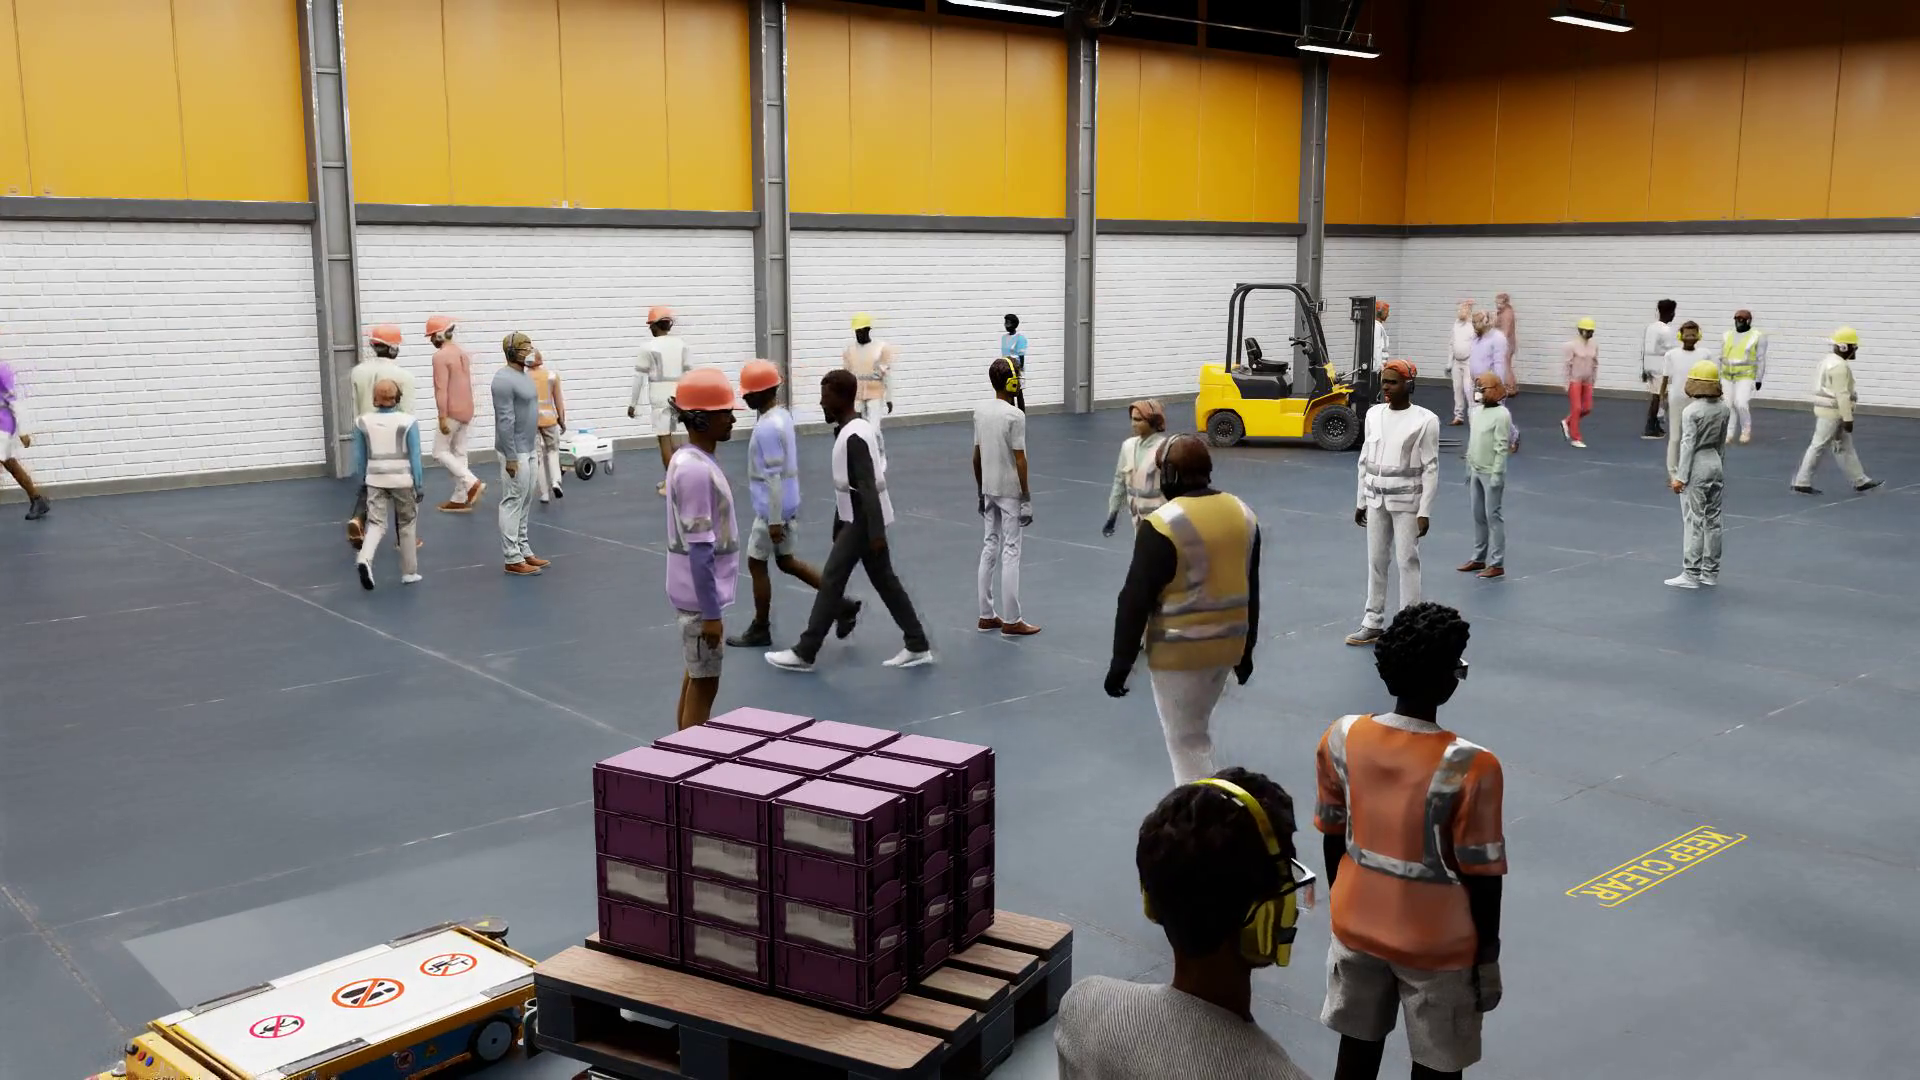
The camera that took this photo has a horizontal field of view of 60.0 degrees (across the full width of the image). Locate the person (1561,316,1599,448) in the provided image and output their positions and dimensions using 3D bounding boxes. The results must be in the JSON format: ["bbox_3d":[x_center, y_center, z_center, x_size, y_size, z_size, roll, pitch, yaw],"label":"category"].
[{"bbox_3d":[8.238,-2.116,22.201,0.523,1.743,0.592,-3,10,-18],"label":"person"}]

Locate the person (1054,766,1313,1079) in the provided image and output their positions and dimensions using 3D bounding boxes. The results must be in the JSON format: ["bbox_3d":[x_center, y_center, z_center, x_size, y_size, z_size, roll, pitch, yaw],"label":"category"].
[{"bbox_3d":[0.345,1.223,2.283,0.329,1.872,0.509,-8,13,-40],"label":"person"}]

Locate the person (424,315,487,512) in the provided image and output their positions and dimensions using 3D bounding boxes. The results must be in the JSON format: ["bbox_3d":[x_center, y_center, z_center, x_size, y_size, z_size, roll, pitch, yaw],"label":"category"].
[{"bbox_3d":[-4.984,-1.233,16.404,0.600,1.955,0.645,2,10,13],"label":"person"}]

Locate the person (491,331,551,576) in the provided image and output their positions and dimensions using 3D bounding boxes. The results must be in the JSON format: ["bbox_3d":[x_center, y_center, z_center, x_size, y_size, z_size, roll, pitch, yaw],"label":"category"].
[{"bbox_3d":[-3.516,-0.692,13.292,0.372,1.940,0.627,0,10,2],"label":"person"}]

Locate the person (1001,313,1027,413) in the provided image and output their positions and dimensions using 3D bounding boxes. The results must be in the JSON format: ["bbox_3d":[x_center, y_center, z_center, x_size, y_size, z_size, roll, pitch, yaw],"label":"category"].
[{"bbox_3d":[0.782,-2.500,24.597,0.318,1.692,0.532,-7,12,-36],"label":"person"}]

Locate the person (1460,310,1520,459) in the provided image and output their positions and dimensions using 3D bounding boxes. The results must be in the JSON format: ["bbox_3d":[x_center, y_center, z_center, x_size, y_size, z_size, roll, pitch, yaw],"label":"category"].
[{"bbox_3d":[6.660,-1.954,20.880,0.792,1.872,0.661,-5,11,-27],"label":"person"}]

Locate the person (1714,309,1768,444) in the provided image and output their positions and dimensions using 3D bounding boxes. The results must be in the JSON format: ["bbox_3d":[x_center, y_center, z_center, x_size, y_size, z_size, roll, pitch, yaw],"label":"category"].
[{"bbox_3d":[10.457,-2.182,22.359,0.447,1.829,0.633,-7,12,-35],"label":"person"}]

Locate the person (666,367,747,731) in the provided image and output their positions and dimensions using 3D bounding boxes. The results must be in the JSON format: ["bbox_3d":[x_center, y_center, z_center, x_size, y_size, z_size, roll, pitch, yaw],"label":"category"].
[{"bbox_3d":[-1.130,0.246,7.488,0.378,2.045,0.605,-2,10,-12],"label":"person"}]

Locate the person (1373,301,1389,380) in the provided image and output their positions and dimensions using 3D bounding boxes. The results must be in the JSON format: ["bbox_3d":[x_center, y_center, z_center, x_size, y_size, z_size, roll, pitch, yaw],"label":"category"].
[{"bbox_3d":[6.055,-2.525,24.175,0.355,1.887,0.573,1,10,6],"label":"person"}]

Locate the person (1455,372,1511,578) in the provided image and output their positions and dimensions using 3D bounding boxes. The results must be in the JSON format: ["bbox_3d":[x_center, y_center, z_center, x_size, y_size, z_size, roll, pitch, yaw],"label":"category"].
[{"bbox_3d":[4.168,-0.519,13.186,0.277,1.629,0.514,-2,10,-13],"label":"person"}]

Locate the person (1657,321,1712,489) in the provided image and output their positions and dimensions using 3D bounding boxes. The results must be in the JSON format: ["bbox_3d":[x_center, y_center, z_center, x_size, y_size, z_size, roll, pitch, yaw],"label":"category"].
[{"bbox_3d":[7.822,-1.428,17.900,0.573,1.833,0.868,2,10,12],"label":"person"}]

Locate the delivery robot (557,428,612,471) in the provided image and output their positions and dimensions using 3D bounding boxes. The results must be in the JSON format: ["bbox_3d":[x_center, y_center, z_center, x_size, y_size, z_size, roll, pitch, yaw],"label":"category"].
[{"bbox_3d":[-4.319,-1.039,19.090,0.477,0.478,0.707,5,11,27],"label":"delivery robot"}]

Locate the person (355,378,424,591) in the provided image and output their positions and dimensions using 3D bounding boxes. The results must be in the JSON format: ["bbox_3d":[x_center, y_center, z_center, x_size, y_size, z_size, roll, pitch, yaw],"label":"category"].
[{"bbox_3d":[-4.355,-0.416,12.631,0.525,1.616,0.709,0,10,3],"label":"person"}]

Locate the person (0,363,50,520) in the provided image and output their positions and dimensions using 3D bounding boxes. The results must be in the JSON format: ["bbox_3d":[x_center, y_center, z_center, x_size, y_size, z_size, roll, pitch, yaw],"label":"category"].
[{"bbox_3d":[-9.054,-1.065,15.672,0.590,1.877,1.020,5,11,27],"label":"person"}]

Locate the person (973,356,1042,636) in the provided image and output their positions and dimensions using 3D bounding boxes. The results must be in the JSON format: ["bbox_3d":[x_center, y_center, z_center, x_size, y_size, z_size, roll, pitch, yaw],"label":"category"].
[{"bbox_3d":[0.304,-0.285,11.143,0.329,1.861,0.509,-8,13,-40],"label":"person"}]

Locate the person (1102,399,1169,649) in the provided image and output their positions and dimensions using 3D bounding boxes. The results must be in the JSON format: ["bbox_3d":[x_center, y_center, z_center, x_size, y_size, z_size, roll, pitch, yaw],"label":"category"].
[{"bbox_3d":[1.177,-0.099,10.773,0.683,1.614,0.529,-6,11,-31],"label":"person"}]

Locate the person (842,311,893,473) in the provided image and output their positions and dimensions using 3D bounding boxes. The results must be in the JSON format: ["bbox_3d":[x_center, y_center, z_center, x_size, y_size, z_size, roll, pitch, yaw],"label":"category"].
[{"bbox_3d":[-1.055,-1.641,18.920,0.623,1.909,0.470,3,10,18],"label":"person"}]

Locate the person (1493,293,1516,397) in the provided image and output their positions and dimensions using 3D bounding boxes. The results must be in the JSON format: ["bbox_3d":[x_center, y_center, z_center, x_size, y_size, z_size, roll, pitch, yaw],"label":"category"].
[{"bbox_3d":[9.811,-3.500,29.927,0.502,1.870,0.668,2,10,12],"label":"person"}]

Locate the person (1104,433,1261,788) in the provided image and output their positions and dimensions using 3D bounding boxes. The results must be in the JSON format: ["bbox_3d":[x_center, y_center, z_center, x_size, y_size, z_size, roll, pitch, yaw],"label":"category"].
[{"bbox_3d":[0.913,0.477,6.797,0.665,1.815,0.564,-9,13,-42],"label":"person"}]

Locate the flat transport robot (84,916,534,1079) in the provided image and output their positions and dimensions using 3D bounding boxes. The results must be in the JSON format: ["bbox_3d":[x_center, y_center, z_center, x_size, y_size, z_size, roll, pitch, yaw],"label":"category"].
[{"bbox_3d":[-1.907,1.527,5.172,0.652,0.197,1.431,8,13,41],"label":"flat transport robot"}]

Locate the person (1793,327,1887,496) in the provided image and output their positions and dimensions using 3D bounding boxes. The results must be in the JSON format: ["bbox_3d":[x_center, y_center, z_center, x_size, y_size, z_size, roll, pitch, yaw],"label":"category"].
[{"bbox_3d":[9.294,-1.332,17.482,0.924,1.782,0.621,4,11,23],"label":"person"}]

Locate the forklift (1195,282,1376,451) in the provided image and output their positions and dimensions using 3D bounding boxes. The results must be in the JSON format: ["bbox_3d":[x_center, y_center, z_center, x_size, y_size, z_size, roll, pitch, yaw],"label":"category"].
[{"bbox_3d":[4.328,-2.346,22.227,2.313,2.155,1.214,3,10,16],"label":"forklift"}]

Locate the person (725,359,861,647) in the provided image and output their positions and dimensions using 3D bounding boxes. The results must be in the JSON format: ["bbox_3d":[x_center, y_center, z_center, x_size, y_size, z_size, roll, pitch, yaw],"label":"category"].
[{"bbox_3d":[-1.090,-0.219,10.664,0.818,1.897,0.547,1,10,5],"label":"person"}]

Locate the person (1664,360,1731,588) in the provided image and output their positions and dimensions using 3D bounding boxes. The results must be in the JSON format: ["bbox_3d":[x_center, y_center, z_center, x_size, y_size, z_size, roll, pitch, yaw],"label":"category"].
[{"bbox_3d":[5.658,-0.502,12.747,0.483,1.745,0.305,-5,11,-28],"label":"person"}]

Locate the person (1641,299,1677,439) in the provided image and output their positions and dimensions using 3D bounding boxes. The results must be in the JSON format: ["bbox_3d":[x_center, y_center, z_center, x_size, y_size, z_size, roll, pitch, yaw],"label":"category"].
[{"bbox_3d":[9.787,-2.373,23.105,0.593,1.943,0.627,-1,10,-8],"label":"person"}]

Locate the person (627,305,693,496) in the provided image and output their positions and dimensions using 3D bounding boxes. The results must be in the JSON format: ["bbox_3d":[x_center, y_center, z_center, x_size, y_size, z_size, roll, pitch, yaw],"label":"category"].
[{"bbox_3d":[-3.172,-1.468,17.622,0.740,2.014,0.638,9,13,42],"label":"person"}]

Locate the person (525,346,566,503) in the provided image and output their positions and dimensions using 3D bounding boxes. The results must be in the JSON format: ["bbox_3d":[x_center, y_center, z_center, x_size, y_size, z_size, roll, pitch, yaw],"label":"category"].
[{"bbox_3d":[-4.326,-1.184,17.064,0.535,1.618,0.366,-4,10,-21],"label":"person"}]

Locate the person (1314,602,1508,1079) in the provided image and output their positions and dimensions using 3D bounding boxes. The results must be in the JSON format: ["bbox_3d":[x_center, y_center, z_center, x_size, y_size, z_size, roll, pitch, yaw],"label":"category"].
[{"bbox_3d":[1.118,0.992,4.140,0.319,1.696,0.532,-8,13,-40],"label":"person"}]

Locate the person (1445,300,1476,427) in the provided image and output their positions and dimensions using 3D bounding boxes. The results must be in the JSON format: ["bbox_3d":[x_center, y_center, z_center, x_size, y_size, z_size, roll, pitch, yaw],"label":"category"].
[{"bbox_3d":[7.552,-2.606,24.769,0.421,1.882,0.709,-5,11,-28],"label":"person"}]

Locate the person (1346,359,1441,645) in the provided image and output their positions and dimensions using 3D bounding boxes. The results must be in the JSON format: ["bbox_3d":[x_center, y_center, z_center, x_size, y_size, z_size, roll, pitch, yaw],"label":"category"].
[{"bbox_3d":[2.784,-0.217,10.683,0.355,1.880,0.574,-8,12,-38],"label":"person"}]

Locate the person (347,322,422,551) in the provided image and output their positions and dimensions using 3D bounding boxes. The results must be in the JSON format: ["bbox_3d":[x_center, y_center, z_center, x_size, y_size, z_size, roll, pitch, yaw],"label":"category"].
[{"bbox_3d":[-4.913,-0.855,14.120,0.619,1.977,0.711,2,10,14],"label":"person"}]

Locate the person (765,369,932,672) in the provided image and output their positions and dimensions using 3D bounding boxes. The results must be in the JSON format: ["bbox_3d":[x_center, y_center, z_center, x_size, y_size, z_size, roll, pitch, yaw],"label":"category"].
[{"bbox_3d":[-0.650,-0.107,10.135,1.036,1.861,0.607,-1,10,-5],"label":"person"}]
